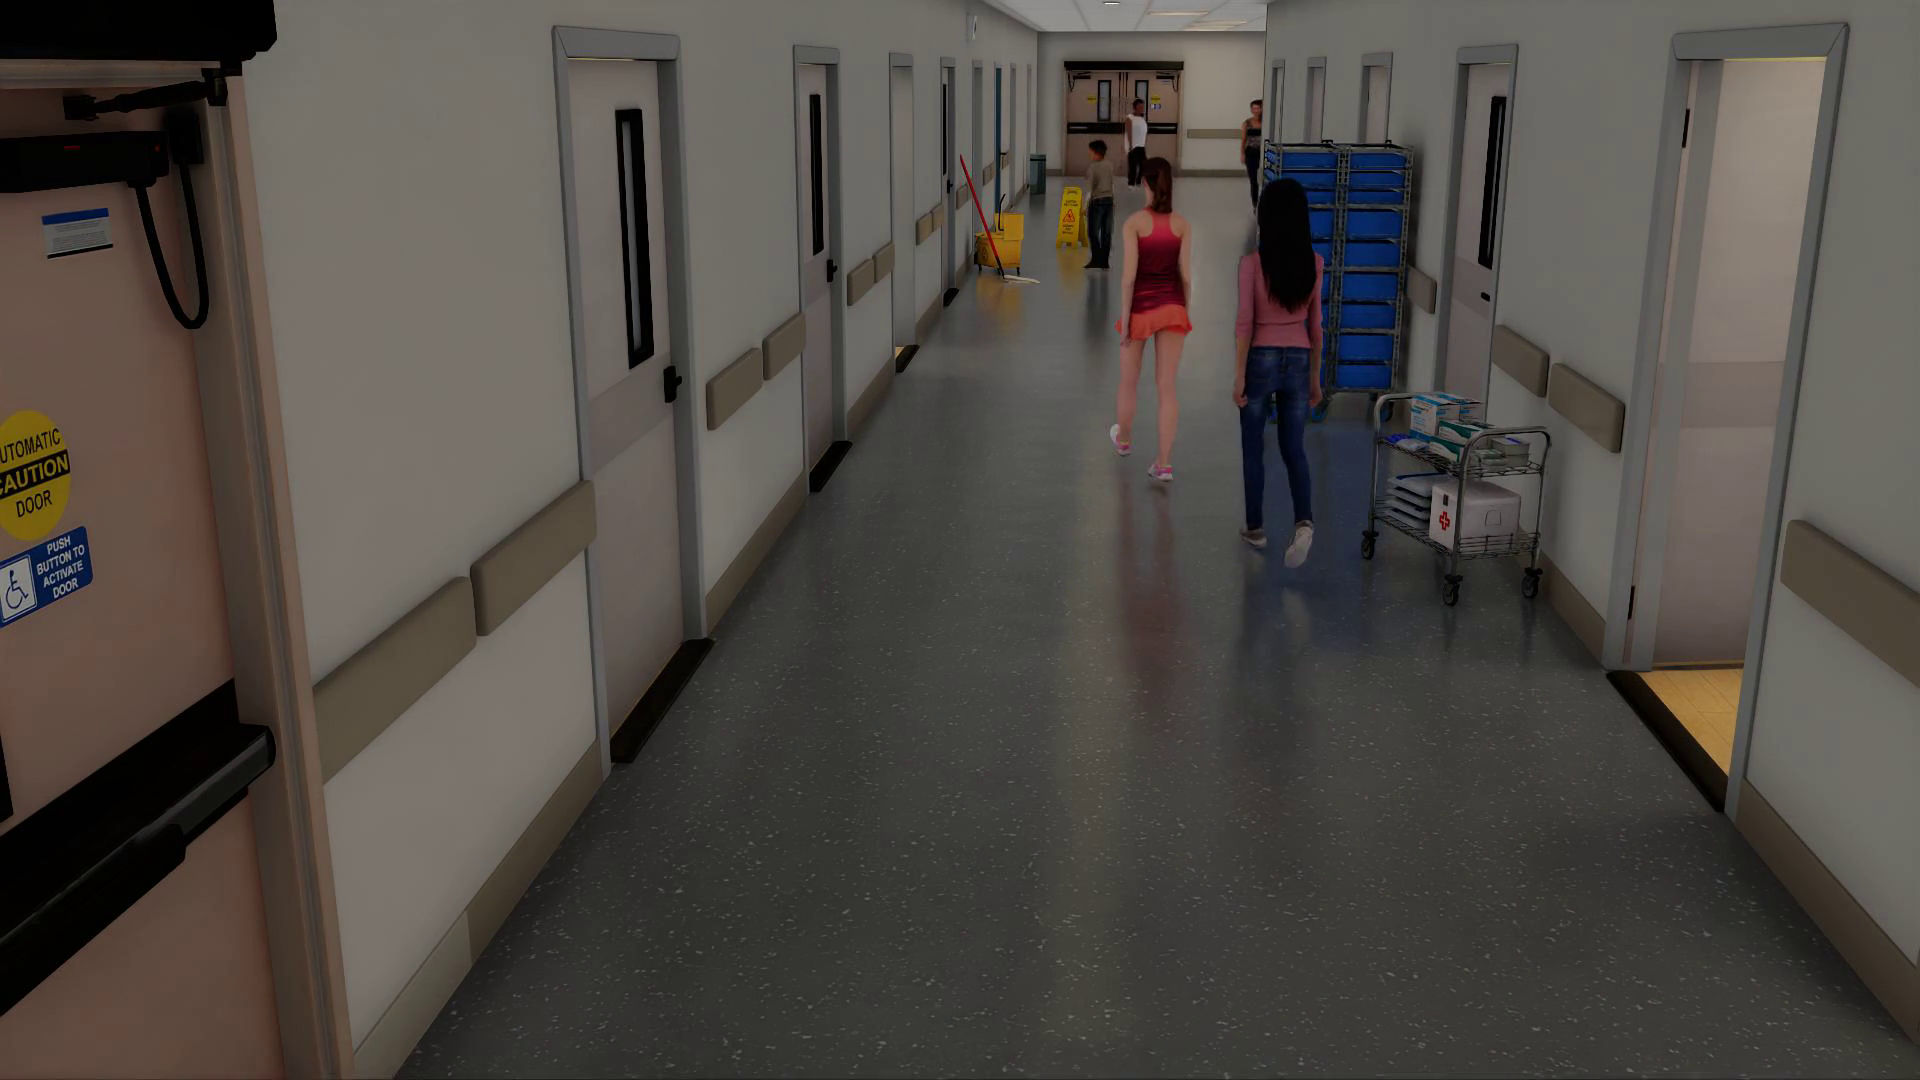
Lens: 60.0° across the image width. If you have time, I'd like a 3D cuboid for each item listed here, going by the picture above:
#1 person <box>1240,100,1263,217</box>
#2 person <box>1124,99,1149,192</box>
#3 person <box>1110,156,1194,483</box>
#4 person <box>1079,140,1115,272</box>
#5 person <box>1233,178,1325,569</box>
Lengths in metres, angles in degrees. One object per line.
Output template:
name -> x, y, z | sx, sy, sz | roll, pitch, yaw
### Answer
person -> 4.565, -5.863, 25.659 | 0.647, 1.721, 0.925 | 1, 16, 4
person -> 3.281, -7.447, 31.363 | 0.836, 1.674, 0.762 | 15, 22, 43
person -> 1.067, -1.157, 8.984 | 0.724, 1.712, 1.151 | -2, 16, -7
person -> 1.591, -3.741, 18.640 | 0.718, 1.446, 0.764 | -6, 17, -21
person -> 1.433, -0.716, 7.411 | 0.738, 1.716, 1.118 | -2, 16, -7
